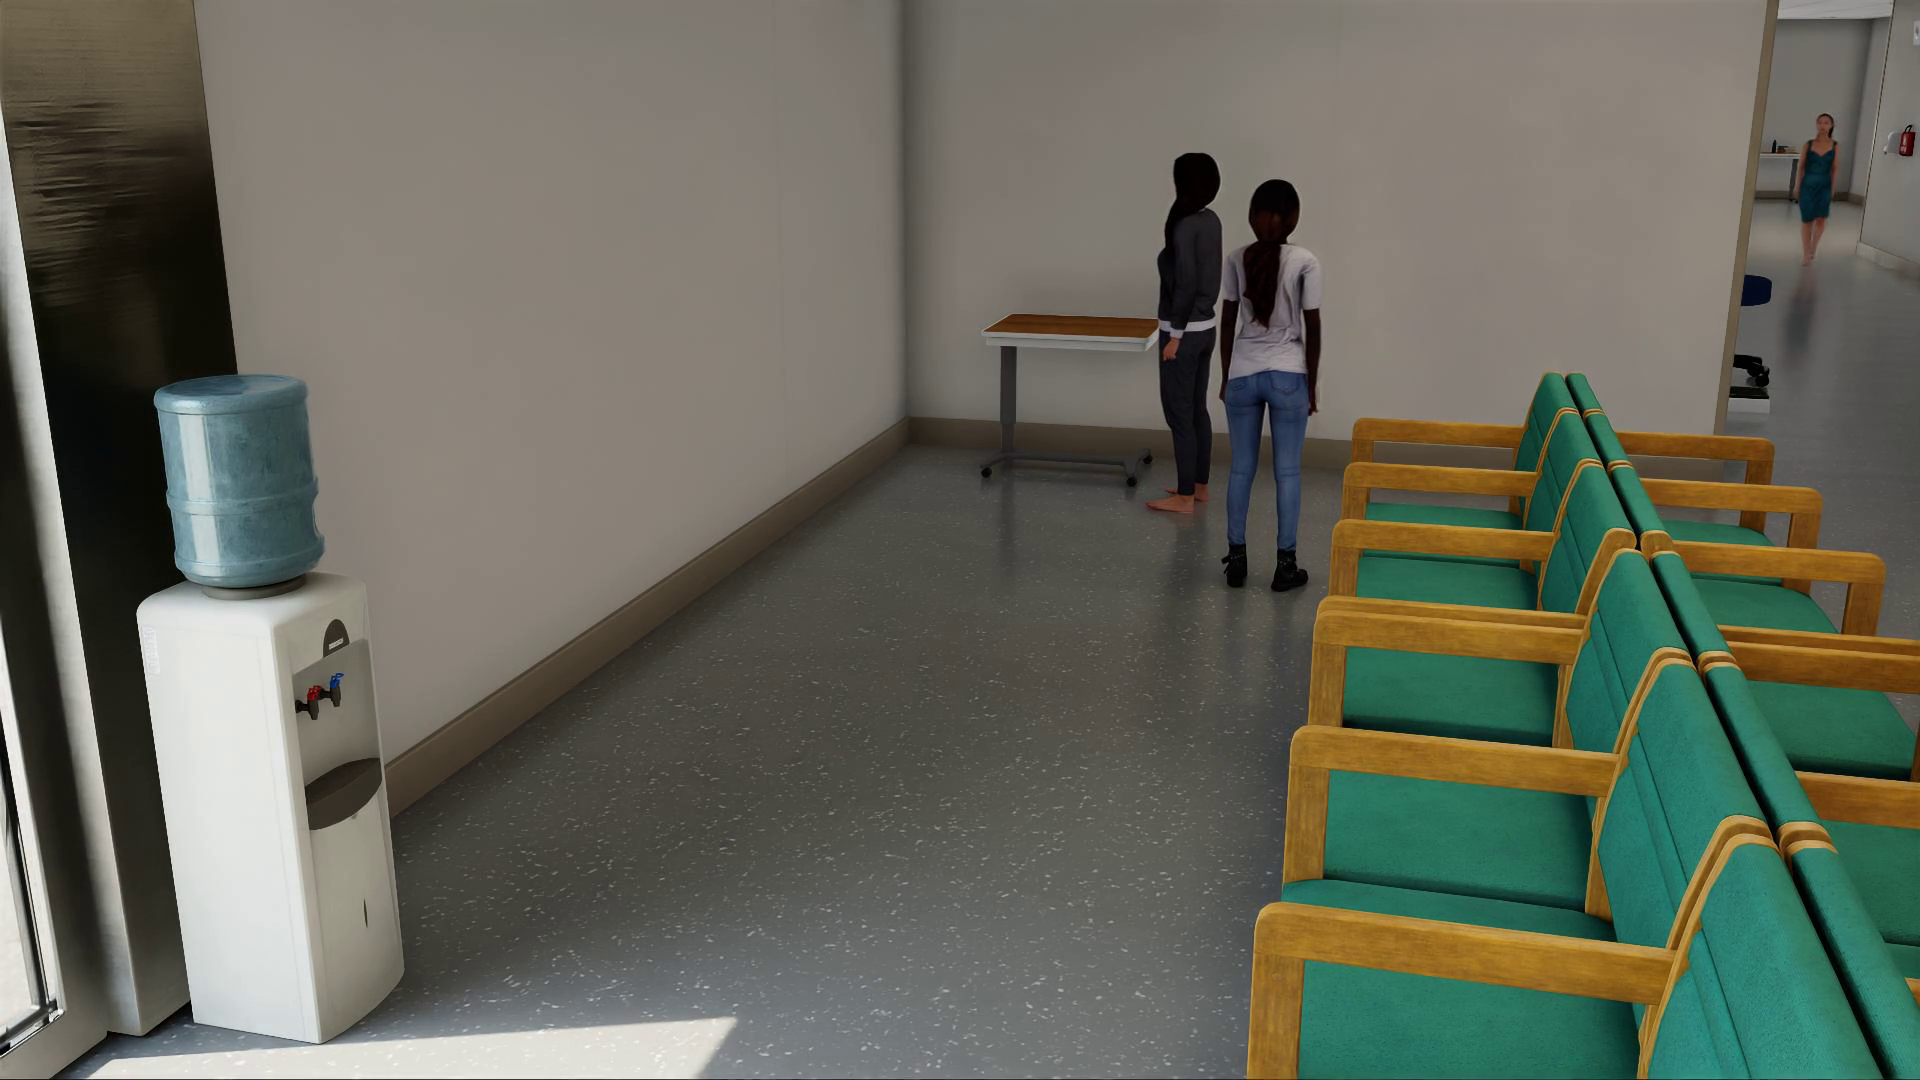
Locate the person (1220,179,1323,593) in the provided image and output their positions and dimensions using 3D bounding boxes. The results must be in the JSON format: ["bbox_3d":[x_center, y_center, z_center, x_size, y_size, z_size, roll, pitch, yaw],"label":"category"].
[{"bbox_3d":[1.301,-0.651,7.030,0.510,1.719,0.676,7,17,24],"label":"person"}]

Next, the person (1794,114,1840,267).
[{"bbox_3d":[9.637,-3.928,18.739,0.626,1.673,0.686,8,18,27],"label":"person"}]

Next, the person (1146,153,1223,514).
[{"bbox_3d":[1.144,-1.036,8.306,0.586,1.768,0.657,8,17,25],"label":"person"}]
